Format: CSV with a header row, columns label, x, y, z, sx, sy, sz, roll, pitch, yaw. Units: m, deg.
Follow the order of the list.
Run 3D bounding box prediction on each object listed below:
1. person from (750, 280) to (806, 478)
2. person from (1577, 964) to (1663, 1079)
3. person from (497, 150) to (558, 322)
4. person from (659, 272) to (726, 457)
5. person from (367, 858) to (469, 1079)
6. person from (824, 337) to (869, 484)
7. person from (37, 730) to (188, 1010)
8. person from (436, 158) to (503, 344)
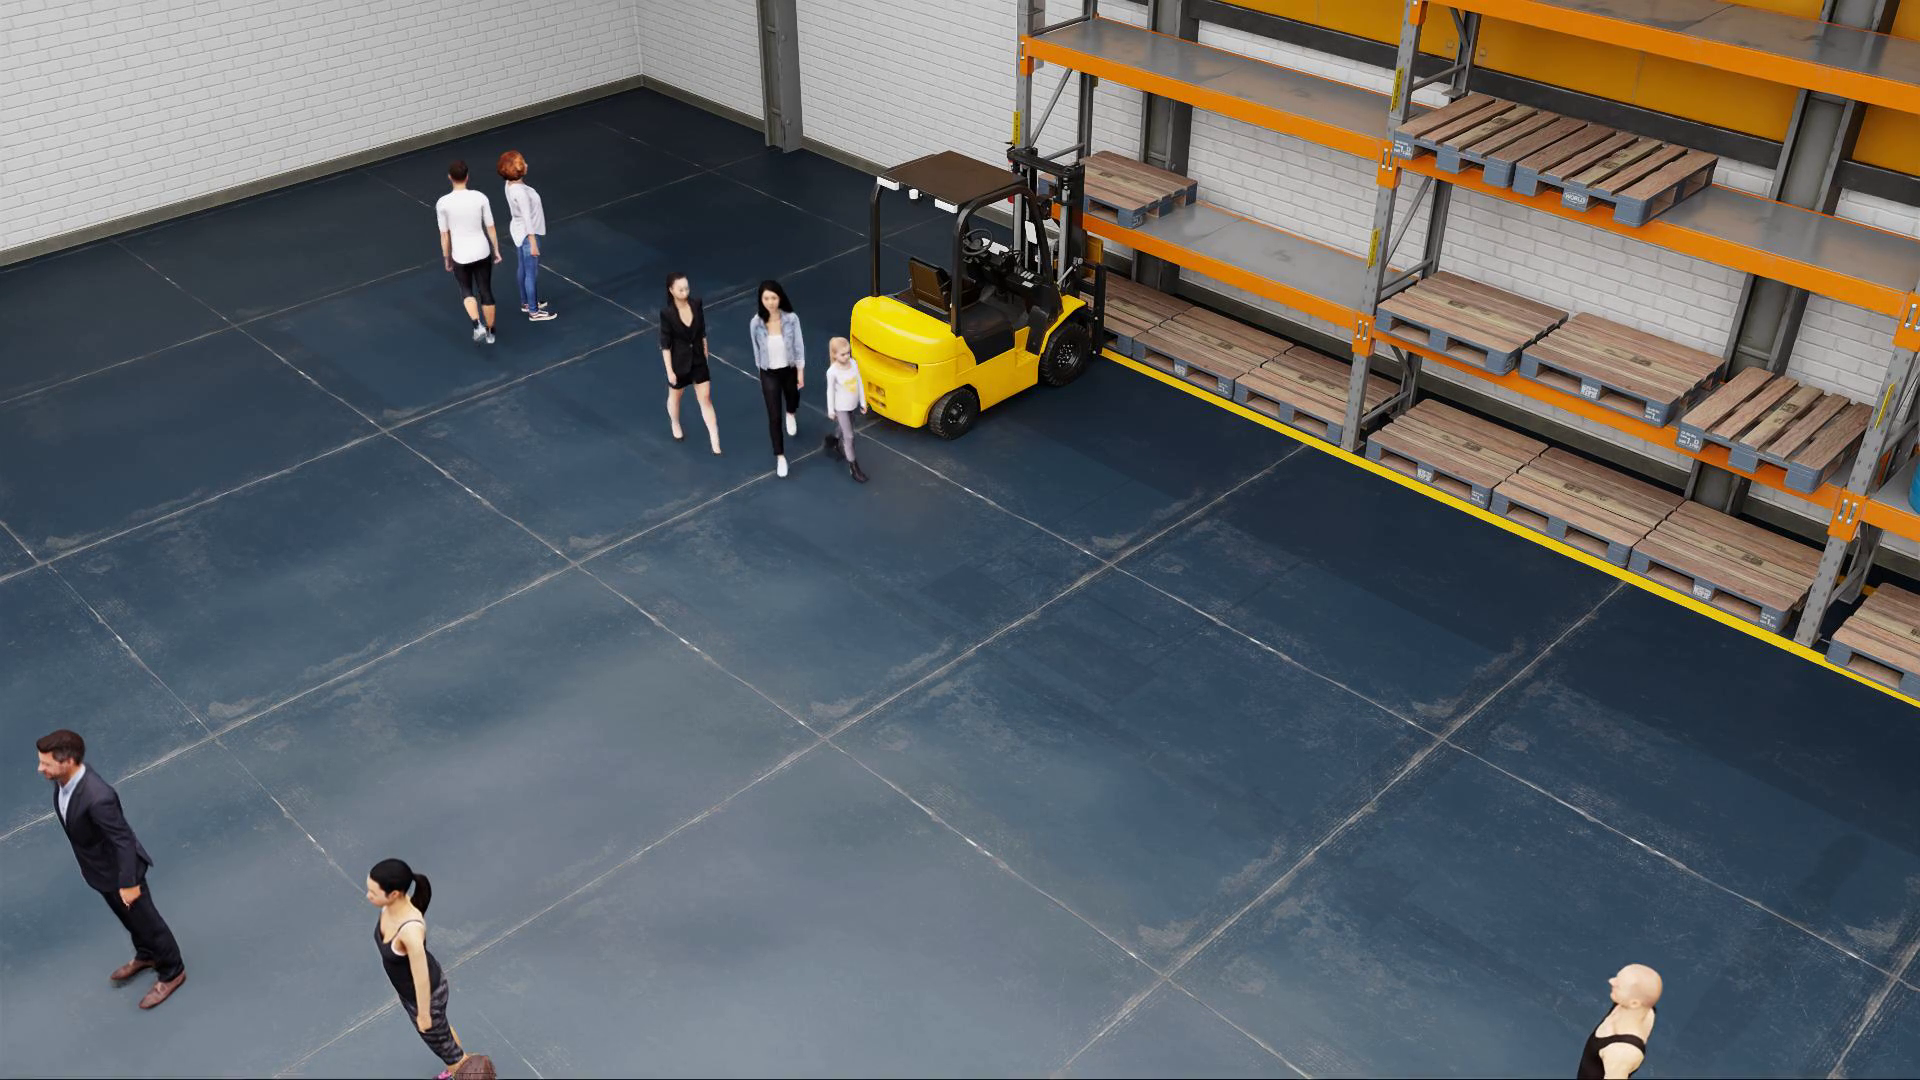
label,x,y,z,sx,sy,sz,roll,pitch,yaw
person,-1.518,-1.447,14.141,1.026,1.676,1.167,-5,34,-7
person,3.038,2.660,7.836,0.629,1.815,0.699,16,37,22
person,-4.333,-3.036,16.499,0.768,1.713,0.643,-16,37,-22
person,-2.401,-1.535,14.286,0.718,1.662,1.002,-23,40,-30
person,-2.734,2.284,8.488,0.657,1.720,0.525,-20,39,-27
person,-1.005,-1.161,14.080,0.864,1.266,0.470,28,43,35
person,-4.655,1.779,9.115,0.547,1.867,0.729,24,40,31
person,-4.659,-2.700,15.879,0.842,1.840,0.893,-12,35,-17
